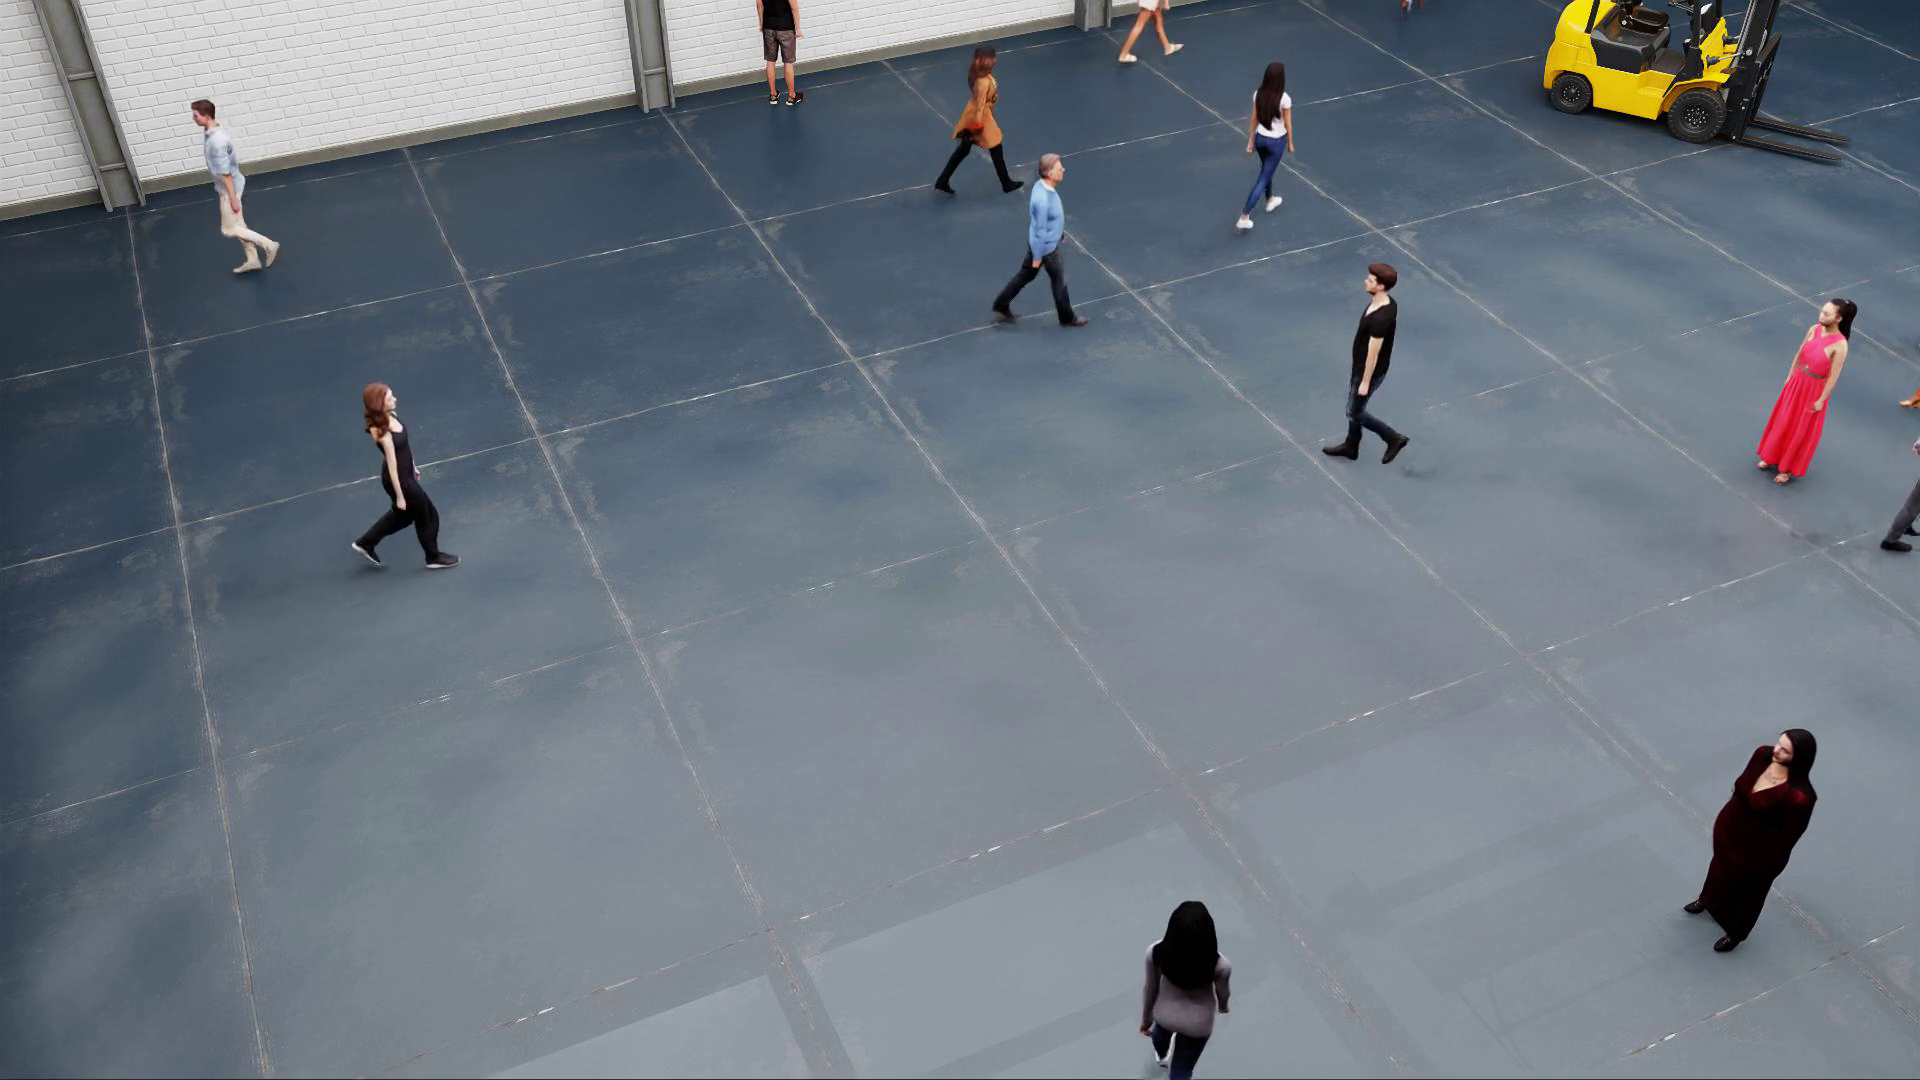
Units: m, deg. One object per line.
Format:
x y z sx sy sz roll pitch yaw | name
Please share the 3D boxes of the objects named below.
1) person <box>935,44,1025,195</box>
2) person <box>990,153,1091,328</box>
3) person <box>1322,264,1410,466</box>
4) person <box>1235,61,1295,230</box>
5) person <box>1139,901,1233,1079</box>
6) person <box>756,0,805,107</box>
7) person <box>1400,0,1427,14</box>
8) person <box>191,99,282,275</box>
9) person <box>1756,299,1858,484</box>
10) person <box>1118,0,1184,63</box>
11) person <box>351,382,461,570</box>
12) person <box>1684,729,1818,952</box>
0.104 -4.419 17.741 1.297 1.671 0.958 -2 39 -3 | person
0.695 -2.789 15.613 1.290 1.779 1.012 0 39 0 | person
3.483 -1.407 13.798 1.067 1.884 0.968 7 39 9 | person
3.152 -4.033 17.208 1.203 1.733 0.850 -31 48 -33 | person
1.164 2.636 8.879 0.987 1.706 1.055 14 41 17 | person
-2.160 -6.076 19.664 0.736 1.860 0.825 9 39 11 | person
6.138 -7.755 21.987 0.852 1.584 1.116 31 48 33 | person
-7.119 -3.482 16.435 0.735 1.837 0.672 -19 42 -22 | person
6.992 -1.229 13.704 0.605 1.725 0.645 -11 40 -13 | person
2.282 -6.700 20.618 1.145 1.645 0.646 -13 40 -16 | person
-4.388 -0.461 12.744 1.056 1.722 0.705 -9 40 -11 | person
4.759 1.763 9.931 0.675 1.757 0.714 -7 39 -9 | person
